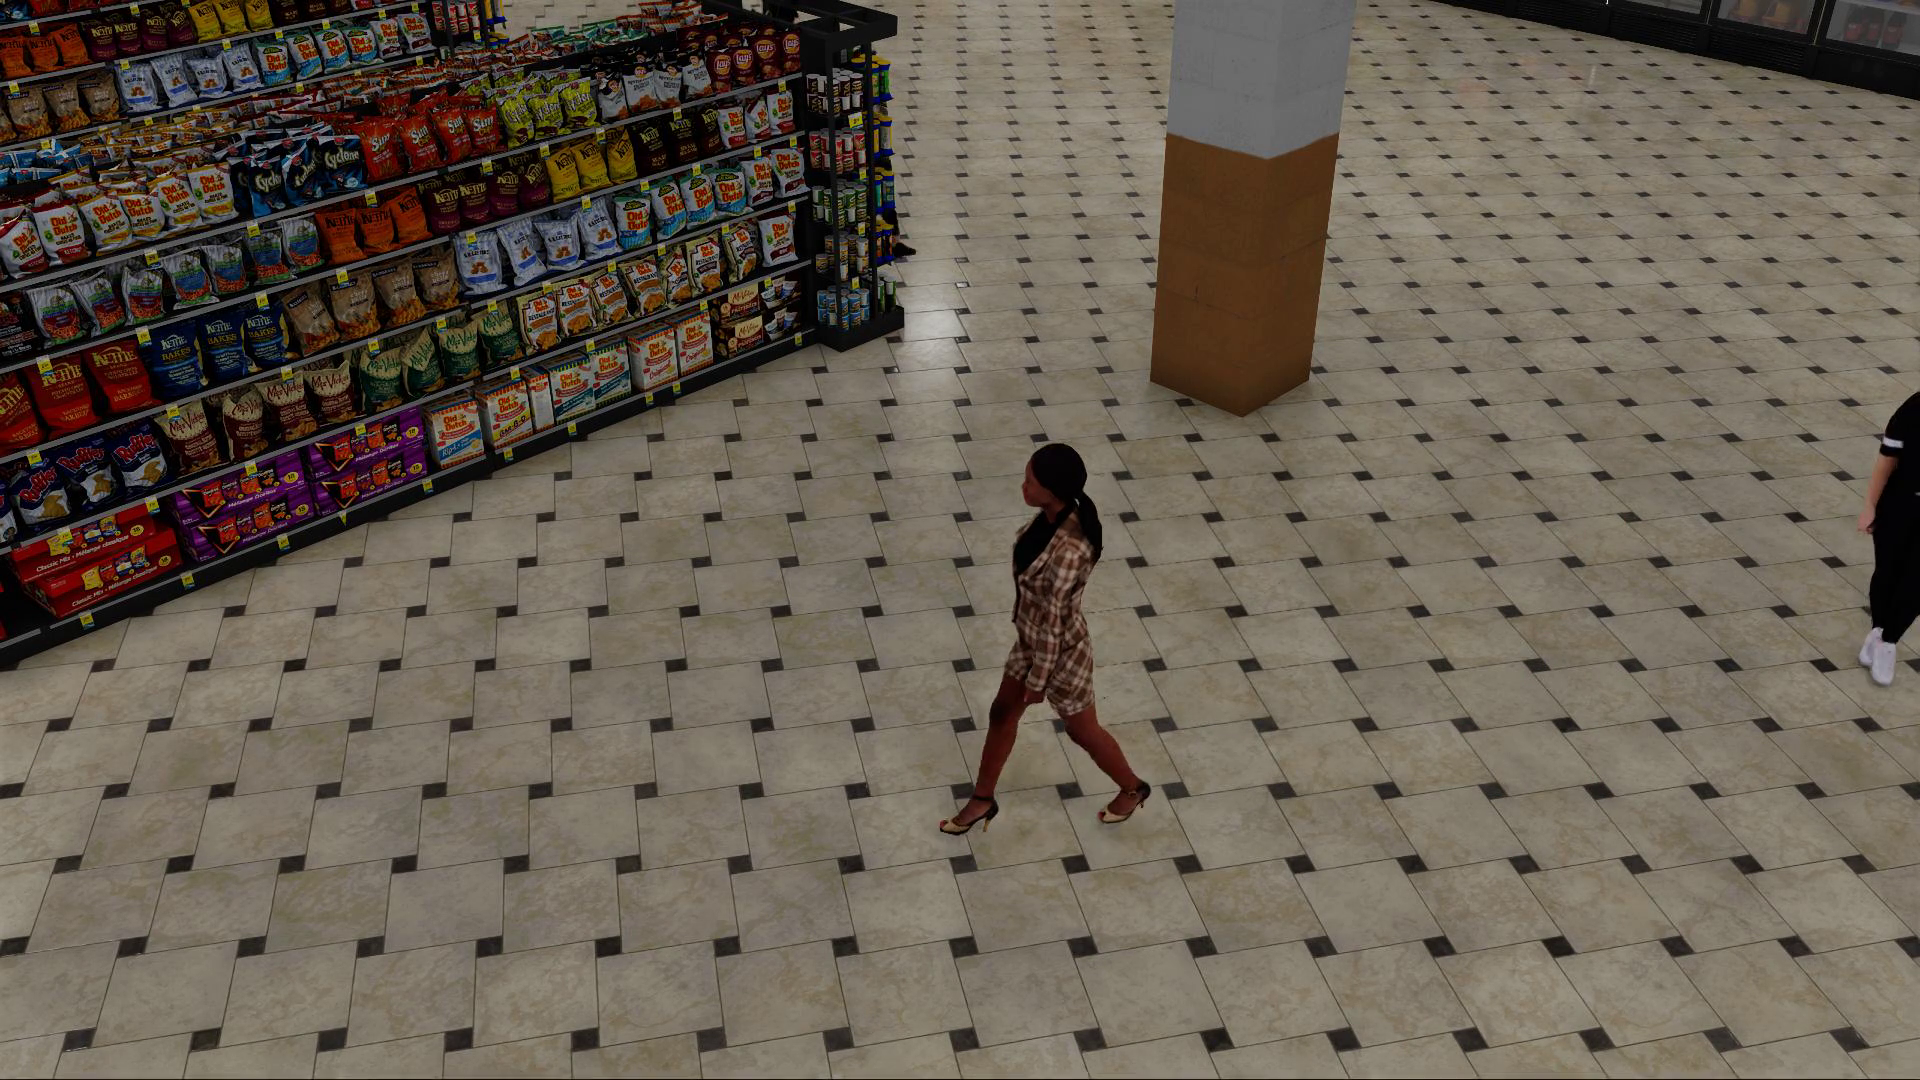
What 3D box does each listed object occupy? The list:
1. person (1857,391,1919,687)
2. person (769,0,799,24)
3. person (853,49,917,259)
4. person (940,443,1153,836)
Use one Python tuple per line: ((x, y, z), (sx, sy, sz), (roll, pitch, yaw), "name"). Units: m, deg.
((4.236, -0.161, 7.343), (0.687, 1.623, 0.721), (17, 36, 25), "person")
((-1.504, -4.203, 13.758), (0.748, 1.709, 0.634), (8, 33, 12), "person")
((-0.699, -2.685, 11.567), (0.858, 1.446, 0.721), (-23, 39, -32), "person")
((0.442, 0.450, 6.242), (1.138, 1.747, 1.002), (-3, 32, -5), "person")
